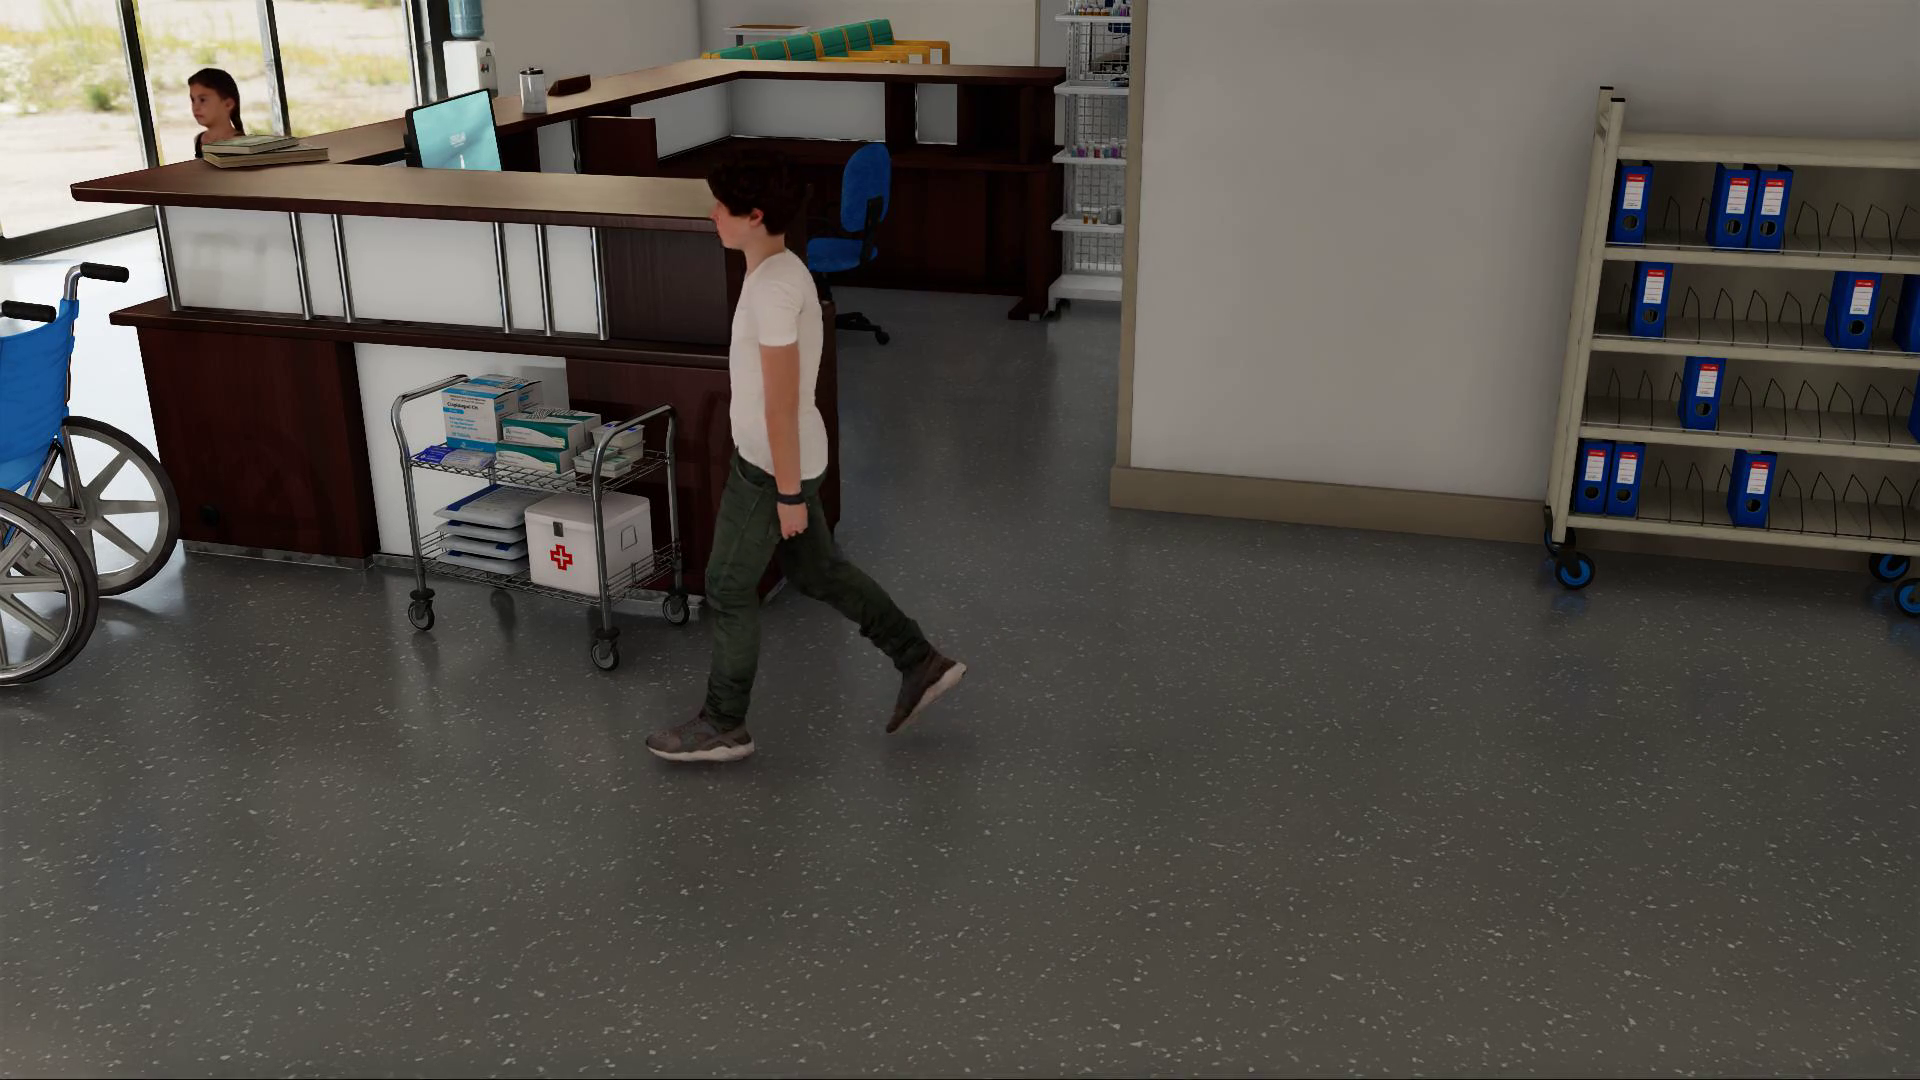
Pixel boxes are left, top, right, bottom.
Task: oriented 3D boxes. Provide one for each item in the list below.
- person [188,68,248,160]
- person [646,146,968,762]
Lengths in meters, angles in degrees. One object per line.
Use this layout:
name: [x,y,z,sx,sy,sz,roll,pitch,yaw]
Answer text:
person: [-3.143,-1.288,7.385,0.877,1.540,0.632,7,22,17]
person: [-0.385,-0.174,4.323,1.177,1.624,0.852,-2,21,-4]
